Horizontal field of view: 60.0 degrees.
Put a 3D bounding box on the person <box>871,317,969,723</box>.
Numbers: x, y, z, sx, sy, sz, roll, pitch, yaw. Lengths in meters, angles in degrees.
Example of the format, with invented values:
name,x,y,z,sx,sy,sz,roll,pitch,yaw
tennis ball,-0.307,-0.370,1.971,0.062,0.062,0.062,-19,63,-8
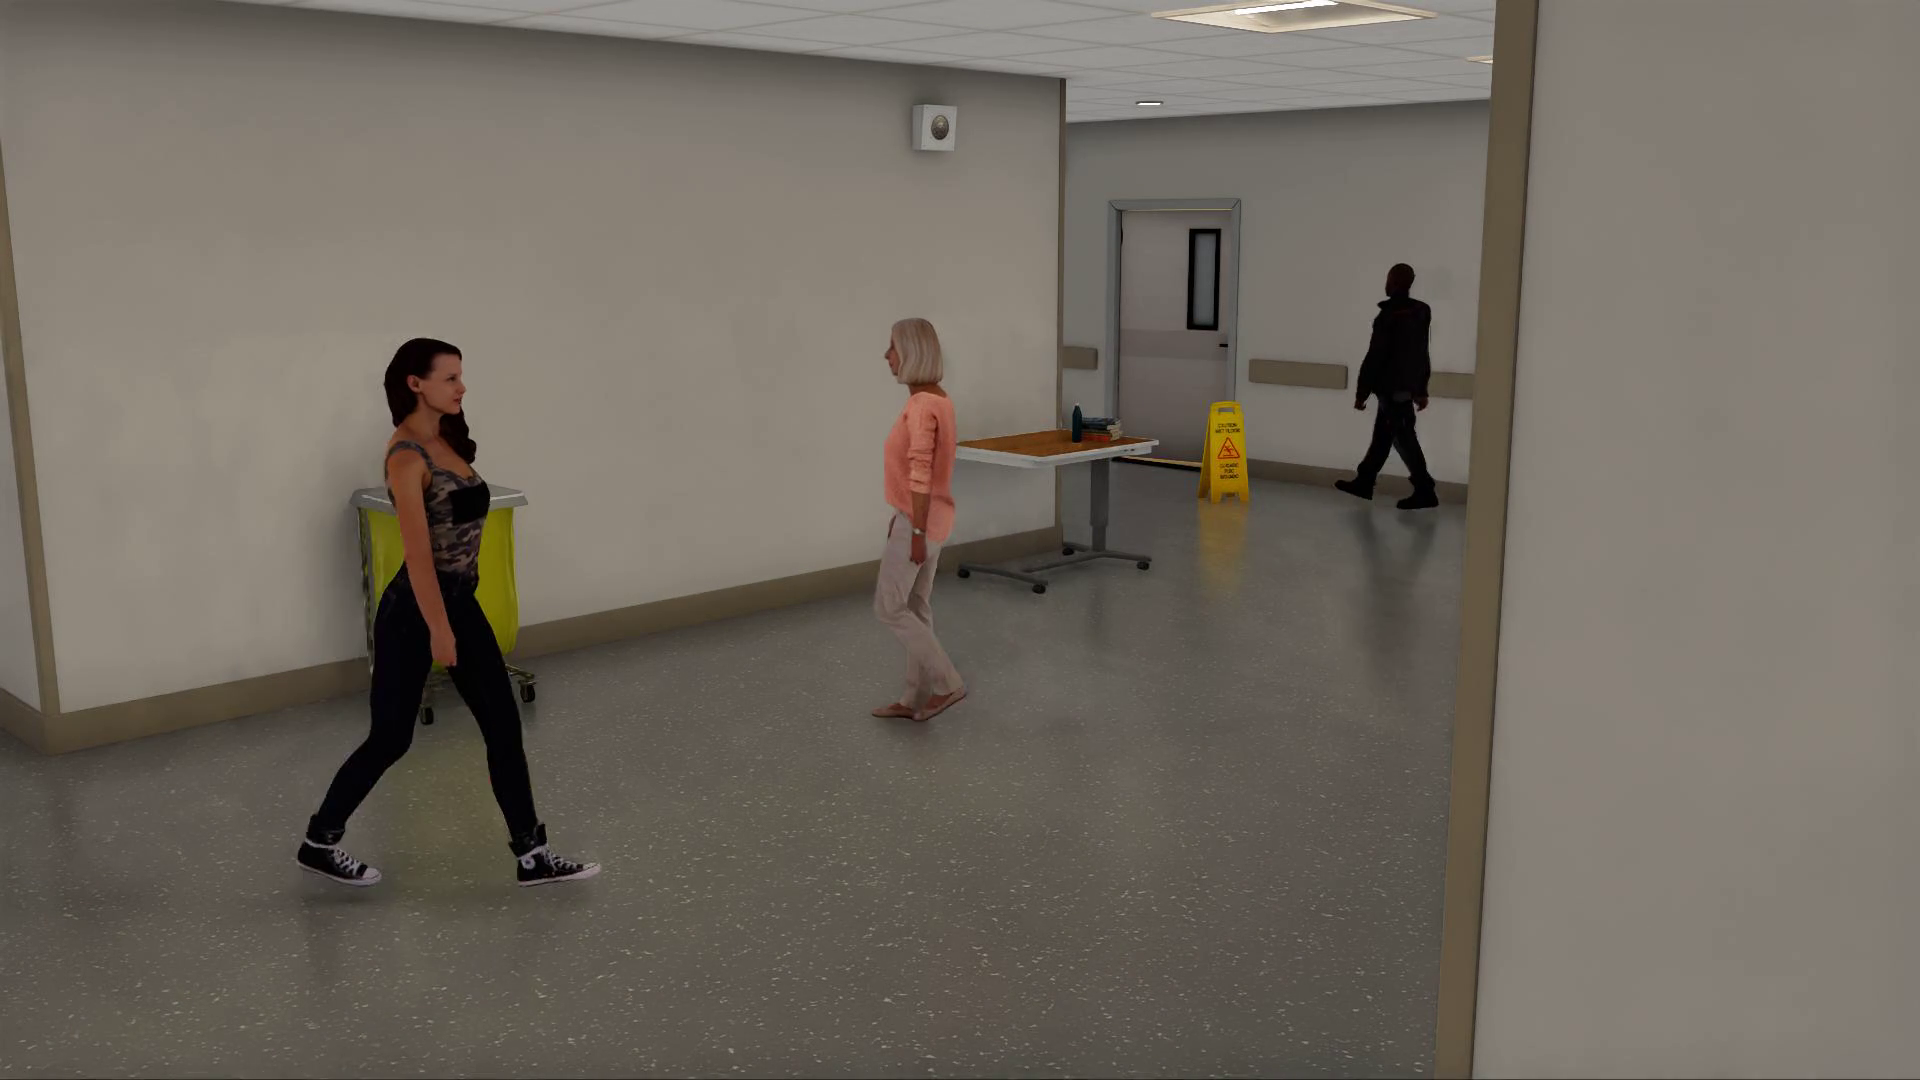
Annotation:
name,x,y,z,sx,sy,sz,roll,pitch,yaw
person,-0.106,-0.066,6.963,0.822,1.718,0.766,1,11,6

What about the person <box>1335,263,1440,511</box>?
name,x,y,z,sx,sy,sz,roll,pitch,yaw
person,3.271,-1.086,12.158,0.758,1.786,1.187,-9,14,-40

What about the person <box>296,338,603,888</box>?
name,x,y,z,sx,sy,sz,roll,pitch,yaw
person,-1.719,0.286,5.093,1.223,1.723,1.136,0,11,2
